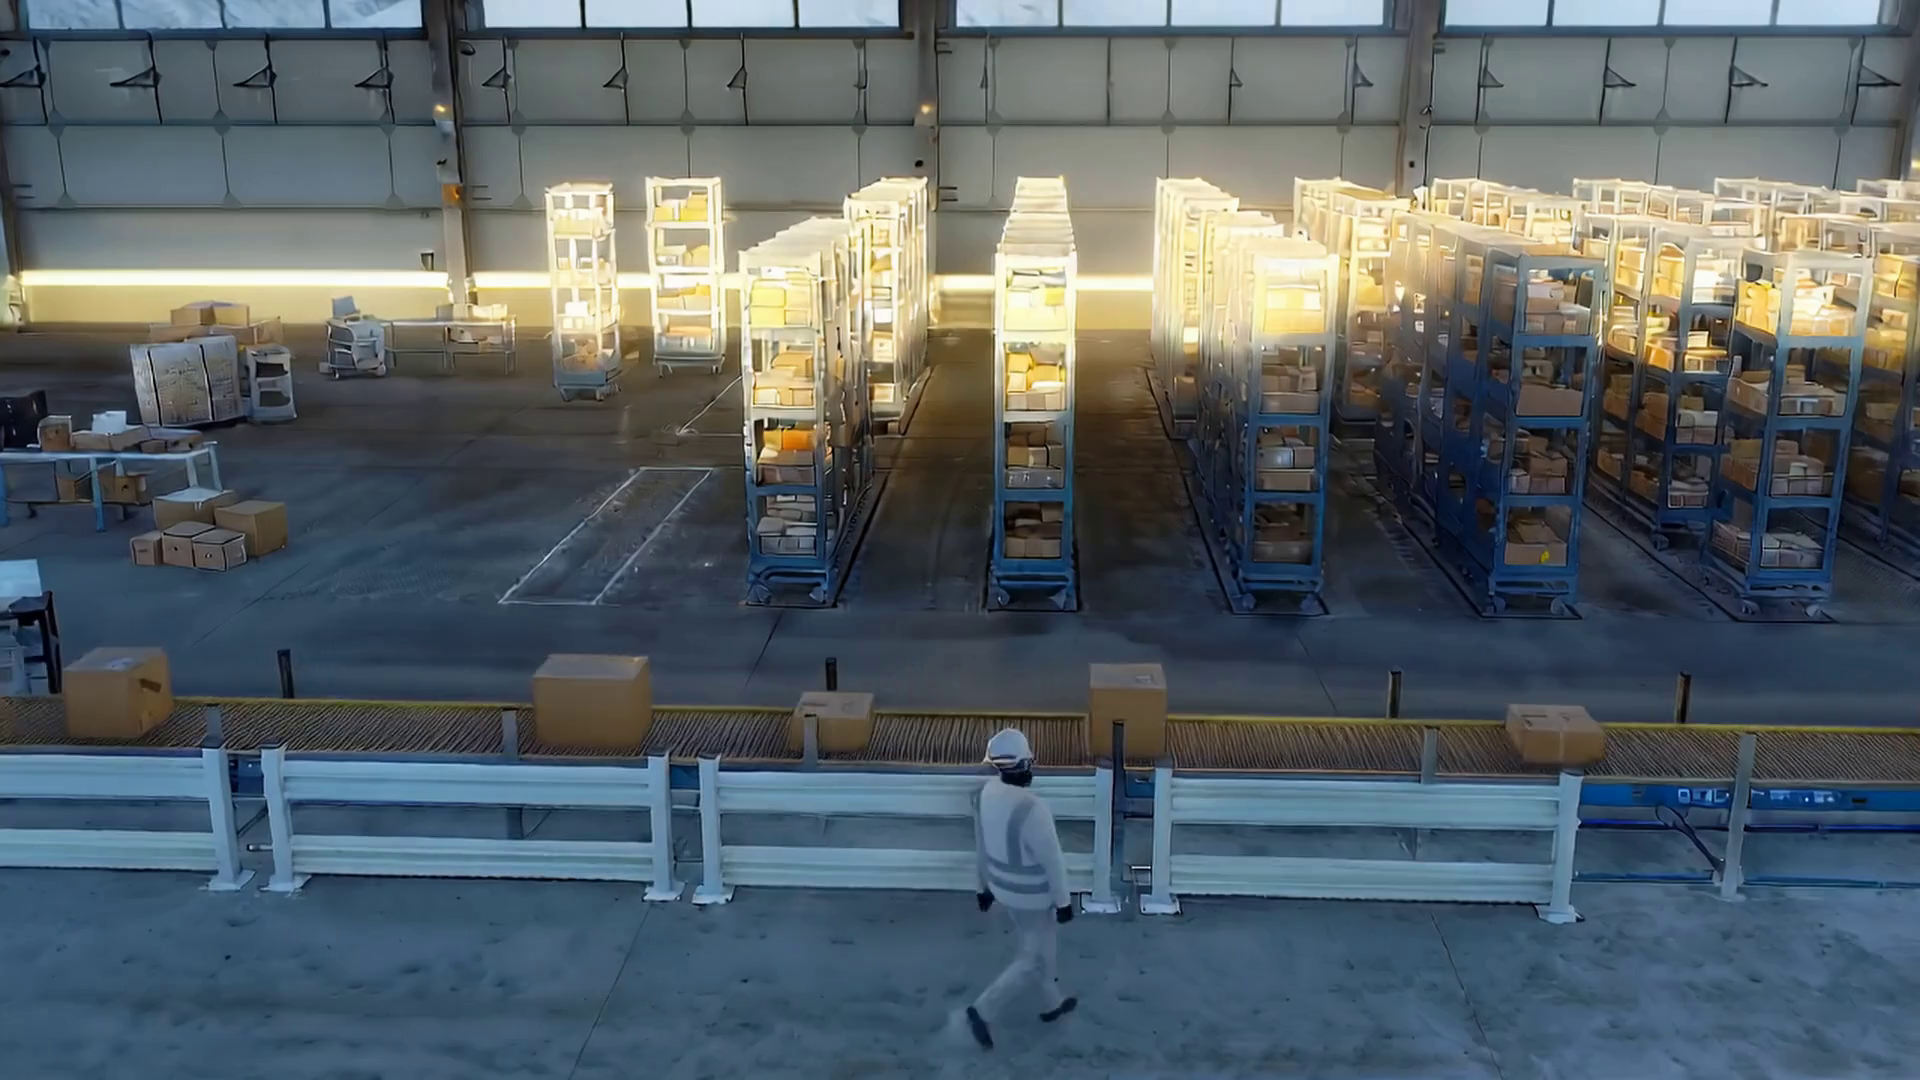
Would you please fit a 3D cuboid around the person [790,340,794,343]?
[{"bbox_3d":[-3.122,-4.639,33.458,0.500,1.734,0.579,1,15,5],"label":"person"}]

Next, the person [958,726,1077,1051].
[{"bbox_3d":[0.315,1.909,9.111,0.769,1.777,0.601,-8,17,-28],"label":"person"}]
